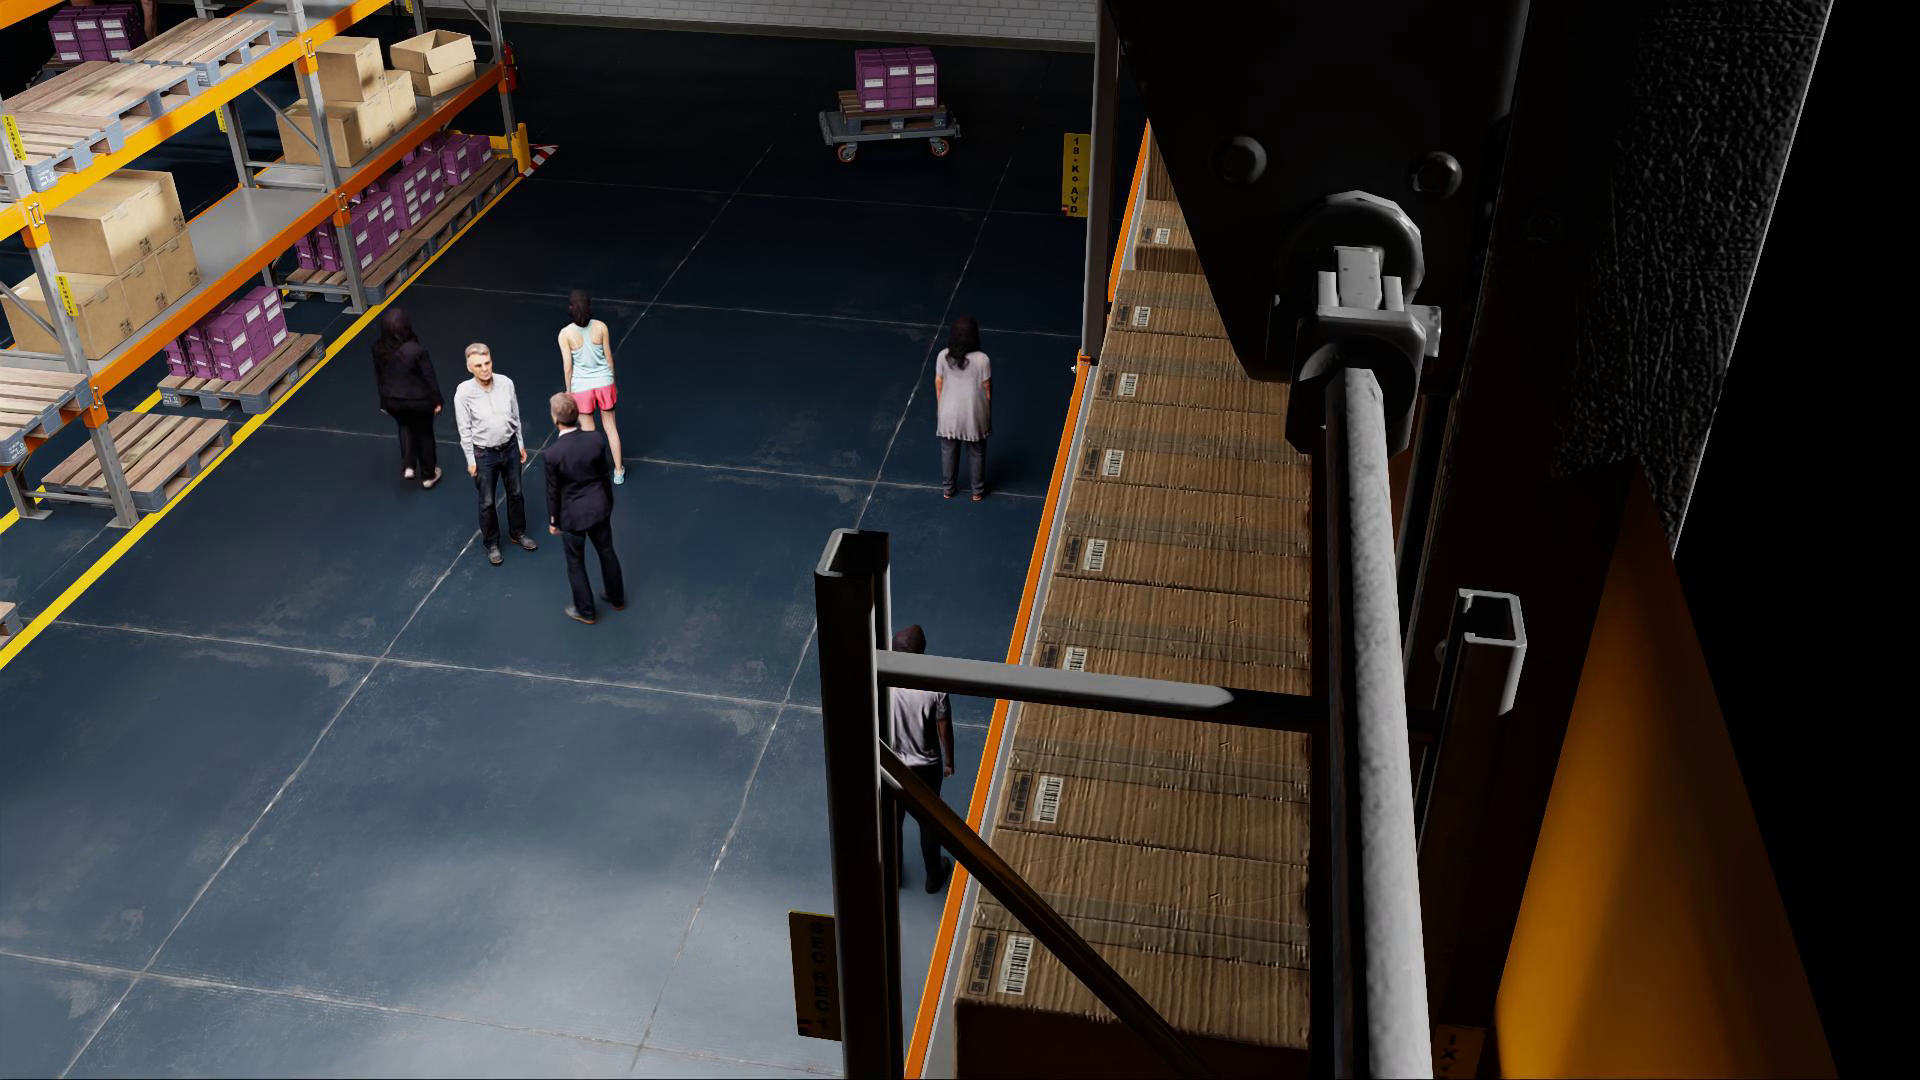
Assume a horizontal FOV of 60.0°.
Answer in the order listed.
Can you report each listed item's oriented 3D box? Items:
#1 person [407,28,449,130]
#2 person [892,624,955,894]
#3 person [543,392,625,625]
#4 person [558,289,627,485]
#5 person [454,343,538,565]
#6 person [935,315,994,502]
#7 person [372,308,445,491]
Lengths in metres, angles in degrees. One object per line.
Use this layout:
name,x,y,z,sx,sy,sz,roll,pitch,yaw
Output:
person,-6.650,-5.511,20.307,1.003,1.430,1.009,-17,37,-23
person,-0.298,1.290,9.685,0.671,1.862,0.519,5,34,7
person,-2.735,-0.233,12.022,0.743,1.811,0.827,-26,42,-34
person,-2.999,-1.234,13.570,0.701,1.764,0.739,-13,36,-18
person,-3.559,-0.697,12.712,0.722,1.819,0.790,-22,40,-30
person,0.031,-1.063,13.452,0.616,1.610,0.635,6,34,9
person,-4.494,-1.090,13.494,0.689,1.608,0.684,2,34,2
